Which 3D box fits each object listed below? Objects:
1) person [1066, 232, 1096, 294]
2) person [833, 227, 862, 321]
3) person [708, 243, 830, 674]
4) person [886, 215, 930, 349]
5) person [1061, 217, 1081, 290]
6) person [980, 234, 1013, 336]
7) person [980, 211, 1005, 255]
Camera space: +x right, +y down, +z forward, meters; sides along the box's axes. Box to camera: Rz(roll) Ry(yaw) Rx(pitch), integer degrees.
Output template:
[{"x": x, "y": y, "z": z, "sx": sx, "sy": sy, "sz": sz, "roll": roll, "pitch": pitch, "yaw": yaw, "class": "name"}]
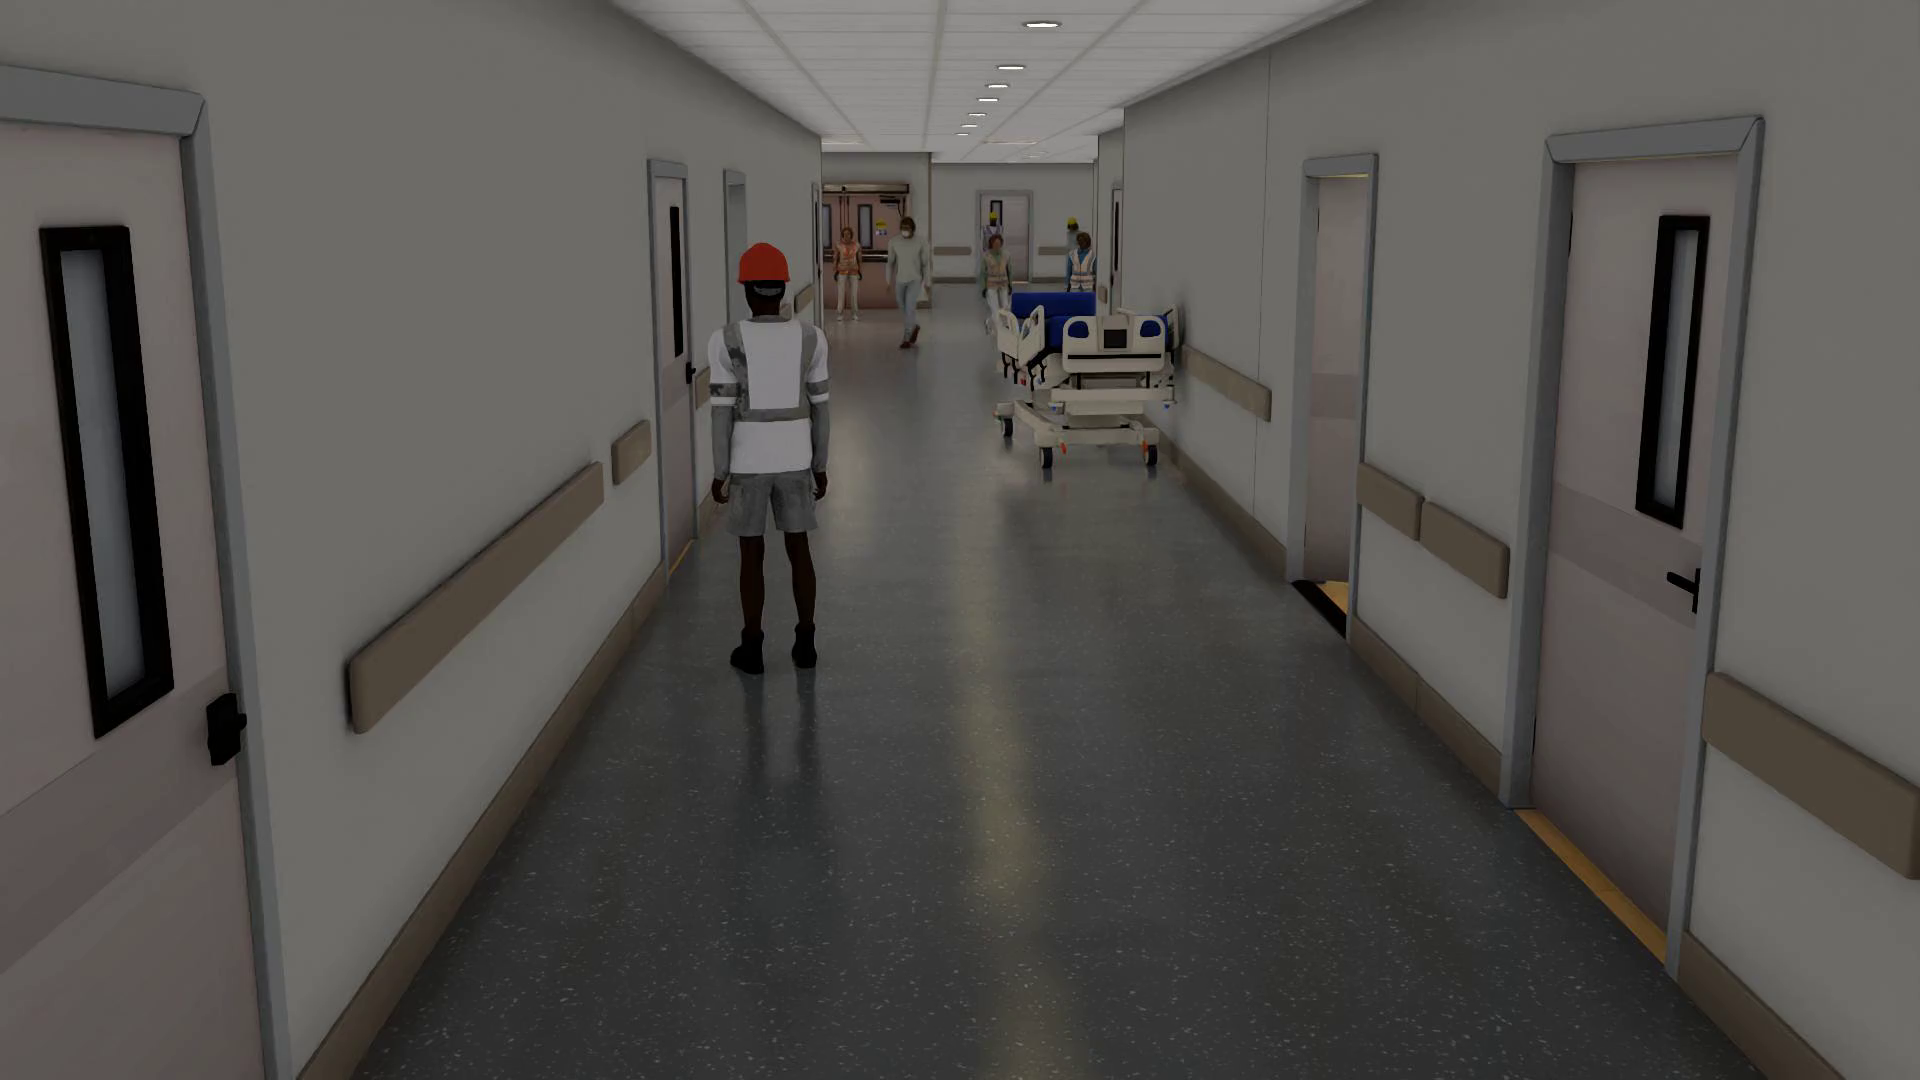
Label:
[{"x": 1.824, "y": -3.735, "z": 24.673, "sx": 0.514, "sy": 1.642, "sz": 0.310, "roll": 5, "pitch": 13, "yaw": 22, "class": "person"}, {"x": -1.975, "y": -4.687, "z": 29.314, "sx": 0.523, "sy": 1.639, "sz": 0.306, "roll": -3, "pitch": 12, "yaw": -13, "class": "person"}, {"x": -0.864, "y": -0.361, "z": 7.513, "sx": 0.552, "sy": 1.934, "sz": 0.363, "roll": -4, "pitch": 12, "yaw": -20, "class": "person"}, {"x": -0.718, "y": -3.741, "z": 24.097, "sx": 0.649, "sy": 1.905, "sz": 0.879, "roll": 4, "pitch": 12, "yaw": 17, "class": "person"}, {"x": 2.735, "y": -6.764, "z": 39.253, "sx": 0.800, "sy": 1.711, "sz": 0.488, "roll": -10, "pitch": 15, "yaw": -41, "class": "person"}, {"x": 0.521, "y": -3.807, "z": 25.090, "sx": 0.523, "sy": 1.615, "sz": 0.610, "roll": -5, "pitch": 13, "yaw": -23, "class": "person"}, {"x": 0.763, "y": -6.760, "z": 38.933, "sx": 0.590, "sy": 1.837, "sz": 0.404, "roll": -1, "pitch": 12, "yaw": -7, "class": "person"}]
